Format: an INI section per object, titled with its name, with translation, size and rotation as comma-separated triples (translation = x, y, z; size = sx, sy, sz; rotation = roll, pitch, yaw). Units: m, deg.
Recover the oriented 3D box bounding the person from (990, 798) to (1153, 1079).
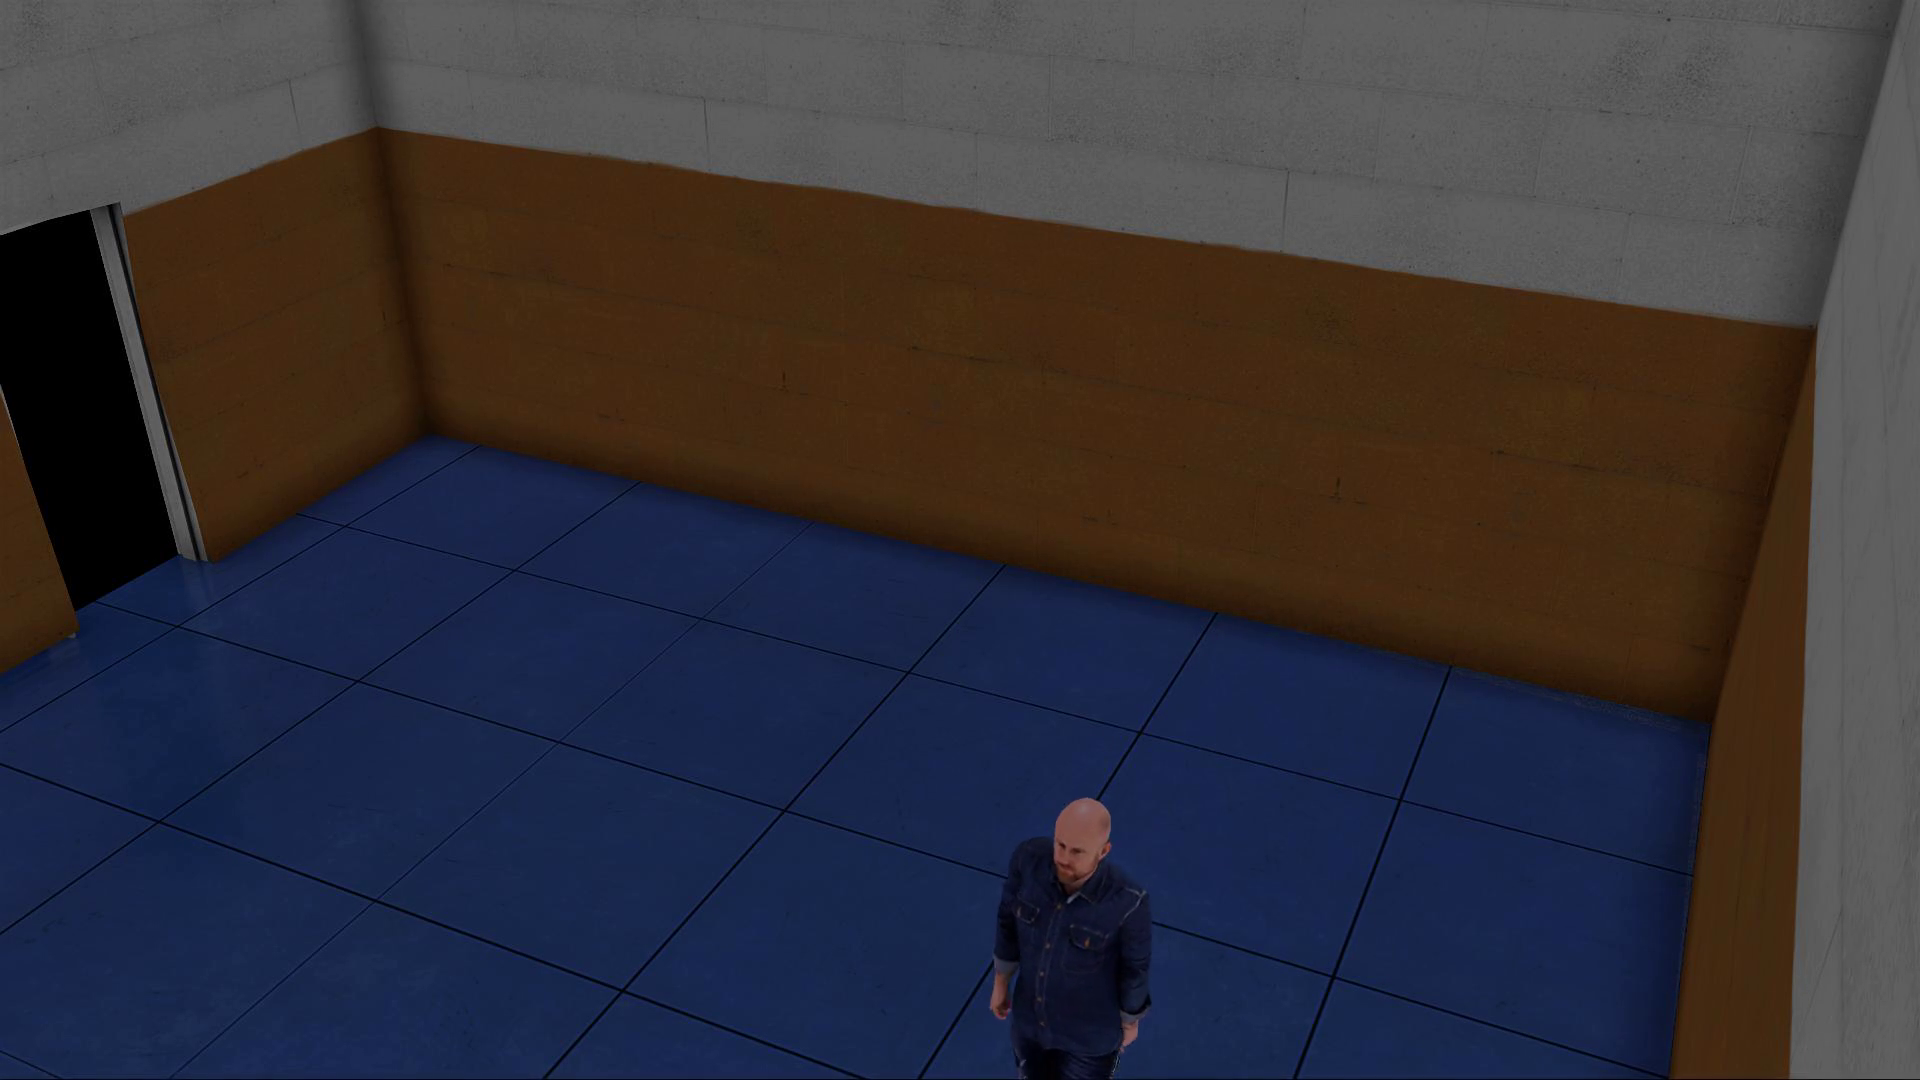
[person]
translation = 0.386, 1.577, 5.616
size = 1.090, 1.798, 0.926
rotation = 19, 34, 31
